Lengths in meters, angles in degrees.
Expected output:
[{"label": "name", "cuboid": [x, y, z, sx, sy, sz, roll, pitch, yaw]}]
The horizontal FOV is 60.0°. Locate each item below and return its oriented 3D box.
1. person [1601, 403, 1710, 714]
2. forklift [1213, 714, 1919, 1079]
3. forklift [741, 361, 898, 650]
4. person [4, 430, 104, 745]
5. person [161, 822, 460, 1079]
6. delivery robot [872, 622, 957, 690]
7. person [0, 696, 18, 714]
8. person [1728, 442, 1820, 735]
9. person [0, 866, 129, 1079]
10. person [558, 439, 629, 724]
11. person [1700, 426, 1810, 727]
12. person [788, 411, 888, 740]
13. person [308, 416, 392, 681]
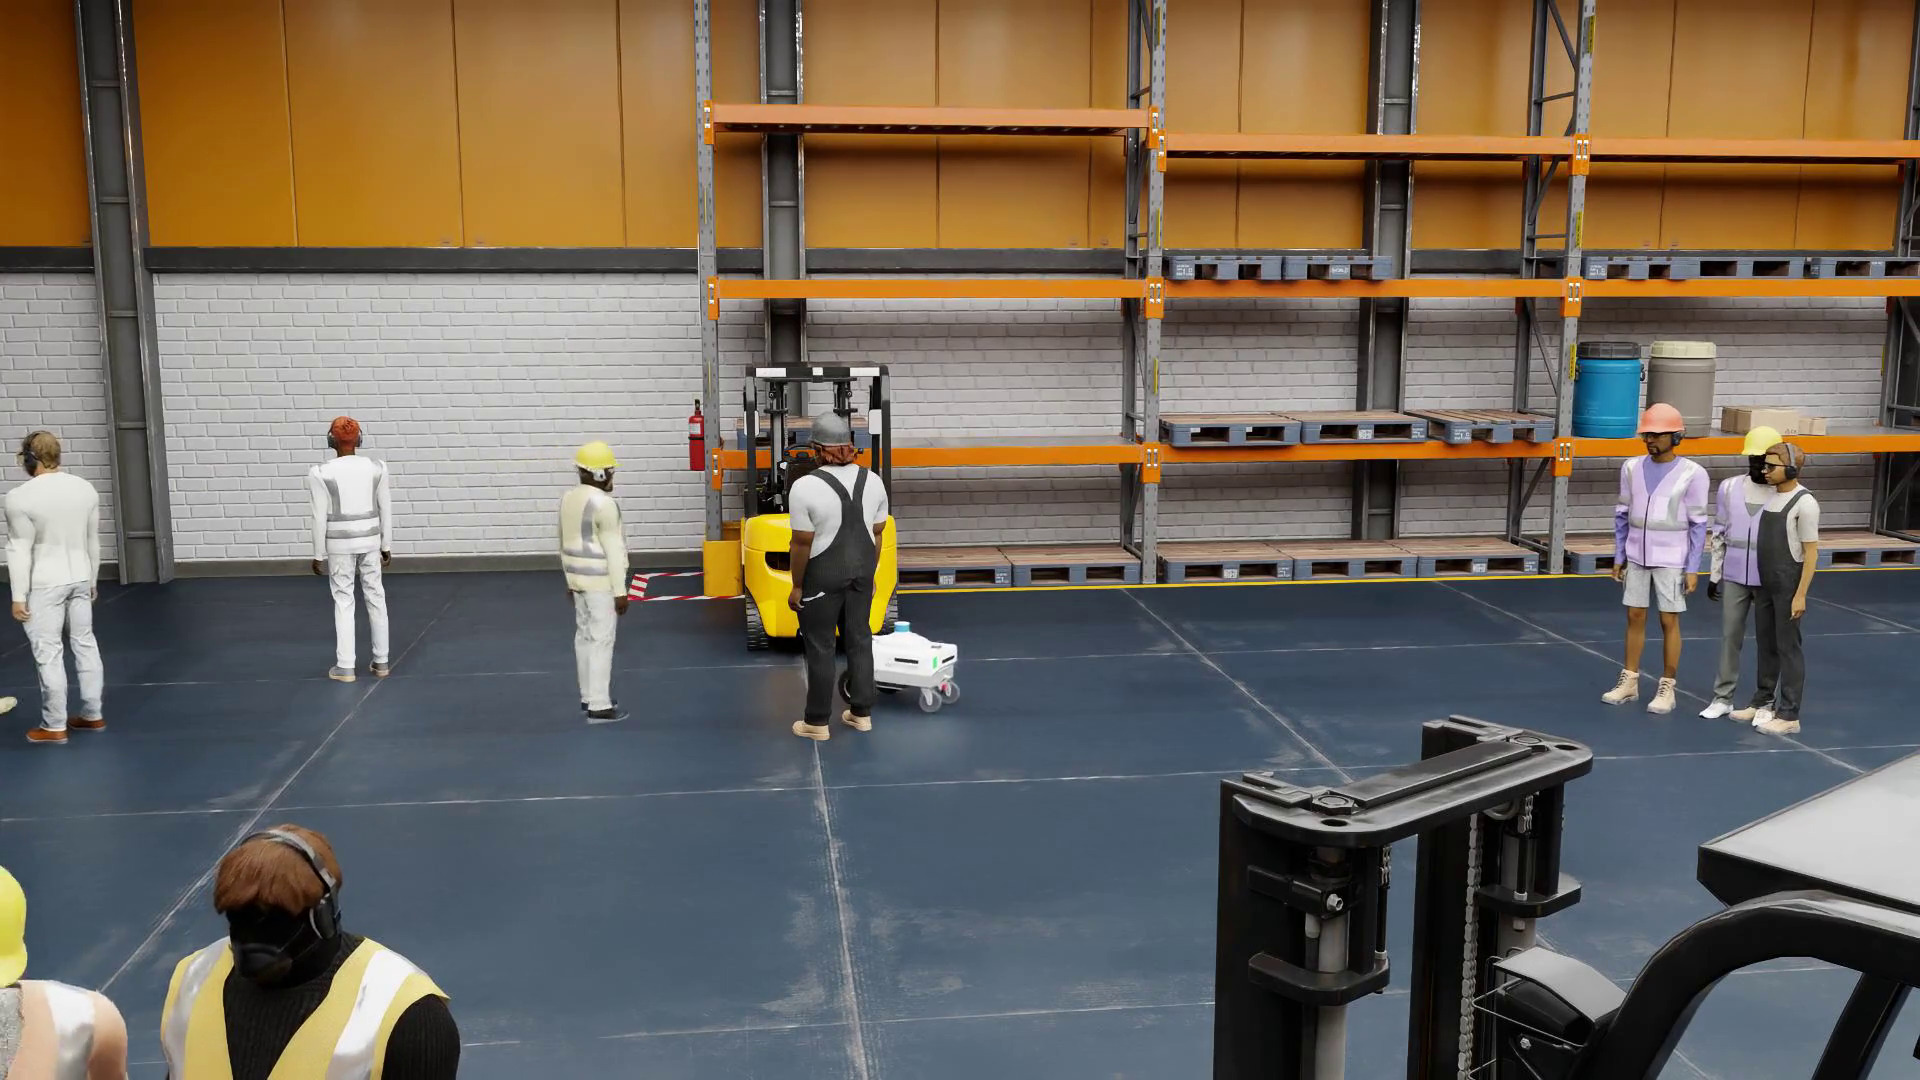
[{"label": "person", "cuboid": [4.579, 0.121, 10.957, 0.392, 2.045, 0.608, -7, 11, -37]}, {"label": "forklift", "cuboid": [1.441, 1.425, 2.350, 1.214, 2.155, 2.313, -7, 12, -39]}, {"label": "forklift", "cuboid": [-1.154, -0.340, 13.365, 1.214, 2.155, 2.313, -1, 9, -7]}, {"label": "person", "cuboid": [-5.580, 0.289, 10.274, 0.378, 1.934, 0.634, 3, 10, 20]}, {"label": "person", "cuboid": [-1.301, 1.452, 3.287, 0.626, 1.842, 0.429, 2, 9, 10]}, {"label": "delivery robot", "cuboid": [-0.384, 0.790, 11.120, 0.707, 0.478, 0.477, 5, 10, 27]}, {"label": "person", "cuboid": [-6.565, 0.285, 10.685, 0.878, 1.801, 0.637, -7, 11, -36]}, {"label": "person", "cuboid": [5.151, 0.300, 10.459, 0.326, 1.843, 0.517, -1, 9, -7]}, {"label": "person", "cuboid": [-1.940, 1.459, 3.243, 0.646, 1.853, 1.052, -5, 10, -28]}, {"label": "person", "cuboid": [-2.344, 0.259, 10.768, 0.404, 1.831, 0.600, -8, 12, -42]}, {"label": "person", "cuboid": [5.079, 0.232, 10.623, 0.378, 1.928, 0.585, -9, 13, -44]}, {"label": "person", "cuboid": [-0.819, 0.214, 10.384, 0.682, 2.000, 0.537, -7, 12, -39]}, {"label": "person", "cuboid": [-4.320, 0.063, 11.822, 0.573, 1.883, 0.356, -8, 12, -40]}]
